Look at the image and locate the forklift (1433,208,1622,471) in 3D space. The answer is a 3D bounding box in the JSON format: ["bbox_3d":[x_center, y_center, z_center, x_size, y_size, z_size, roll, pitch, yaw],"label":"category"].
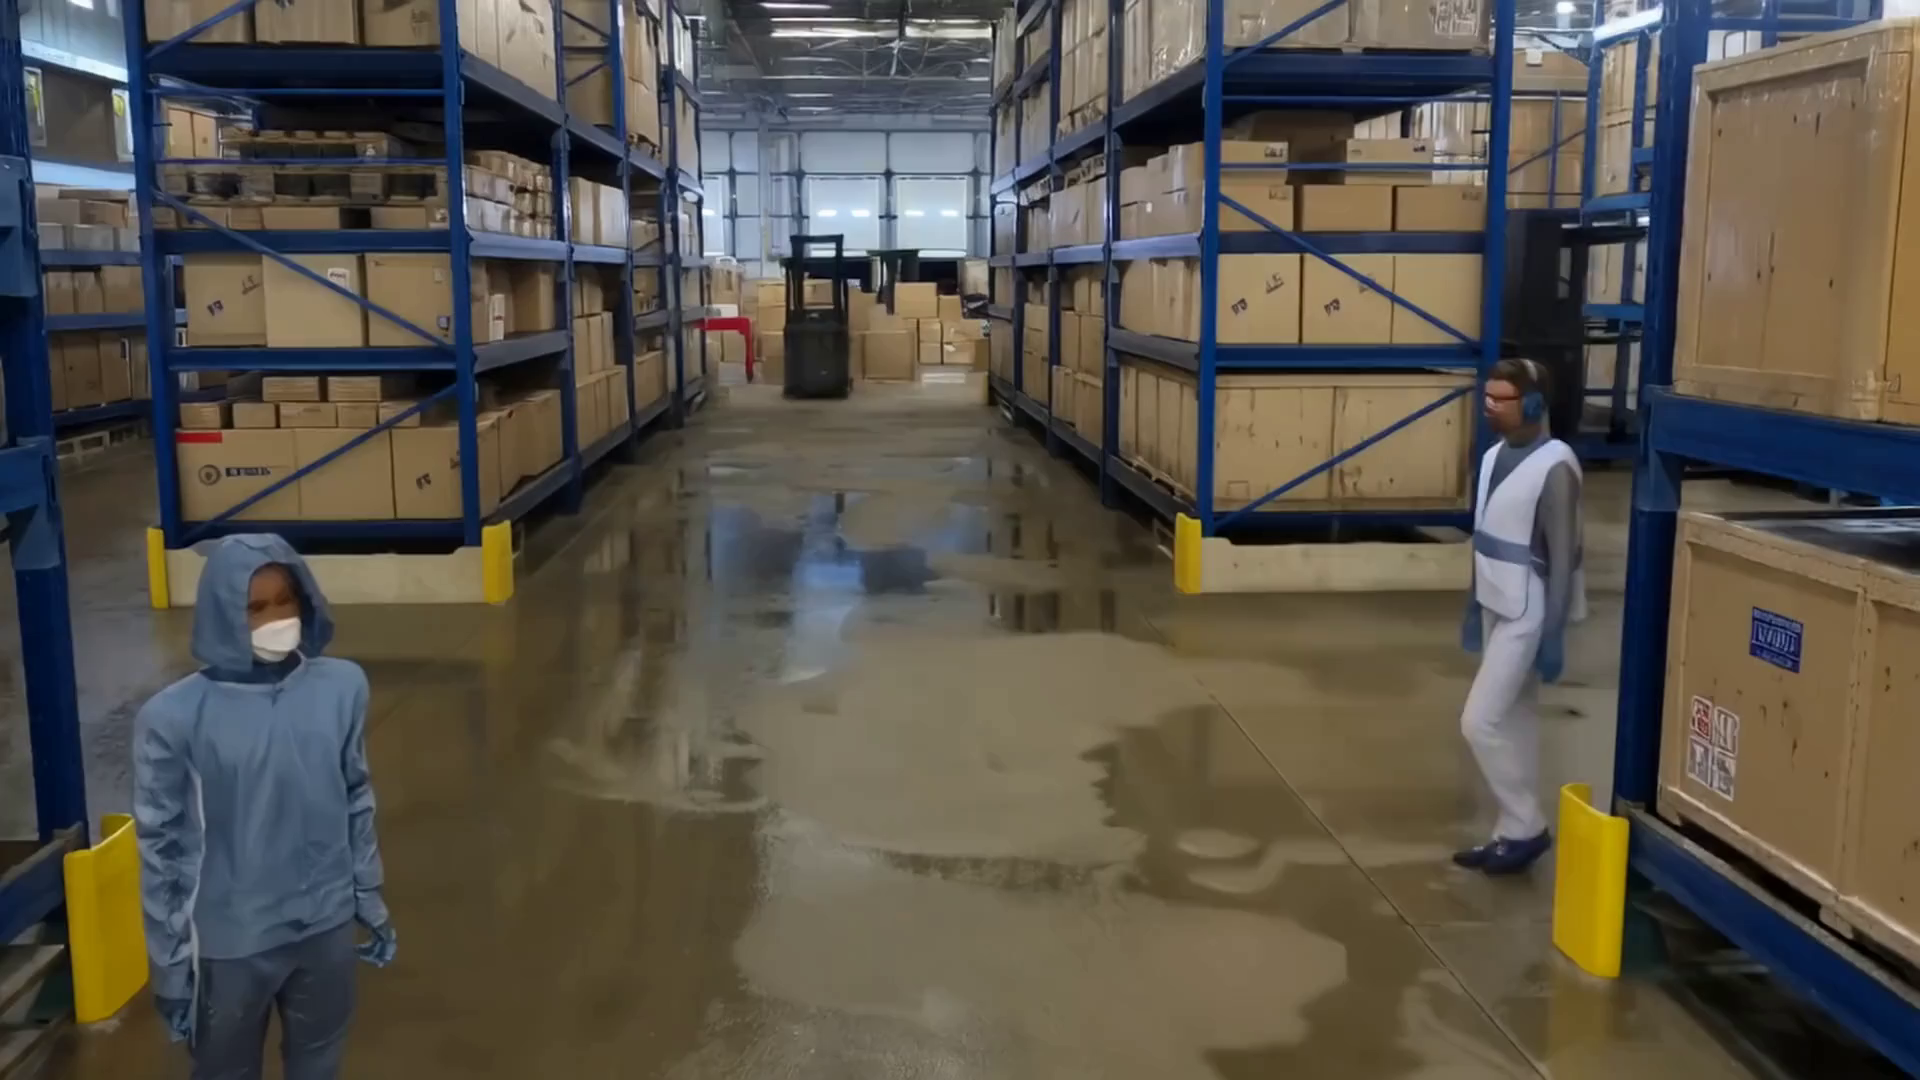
[{"bbox_3d":[6.137,-2.197,18.123,1.873,2.768,1.129,-1,9,-4],"label":"forklift"}]

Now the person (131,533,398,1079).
[{"bbox_3d":[-1.343,0.790,3.269,0.265,1.632,0.508,6,11,33],"label":"person"}]

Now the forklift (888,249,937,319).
[{"bbox_3d":[-1.524,-6.536,45.370,1.129,2.768,1.873,7,11,36],"label":"forklift"}]

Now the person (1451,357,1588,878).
[{"bbox_3d":[1.932,0.280,5.833,0.471,1.832,0.594,-1,9,-3],"label":"person"}]

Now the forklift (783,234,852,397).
[{"bbox_3d":[-2.489,-3.952,29.143,1.129,2.768,1.873,0,9,-1],"label":"forklift"}]

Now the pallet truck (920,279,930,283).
[{"bbox_3d":[-0.932,-8.922,63.114,1.885,1.965,0.823,2,9,13],"label":"pallet truck"}]

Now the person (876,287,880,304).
[{"bbox_3d":[-3.075,-8.712,62.752,0.321,1.693,0.530,-3,10,-18],"label":"person"}]

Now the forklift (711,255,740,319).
[{"bbox_3d":[-8.400,-8.787,59.502,1.129,2.768,1.873,-1,9,-4],"label":"forklift"}]
